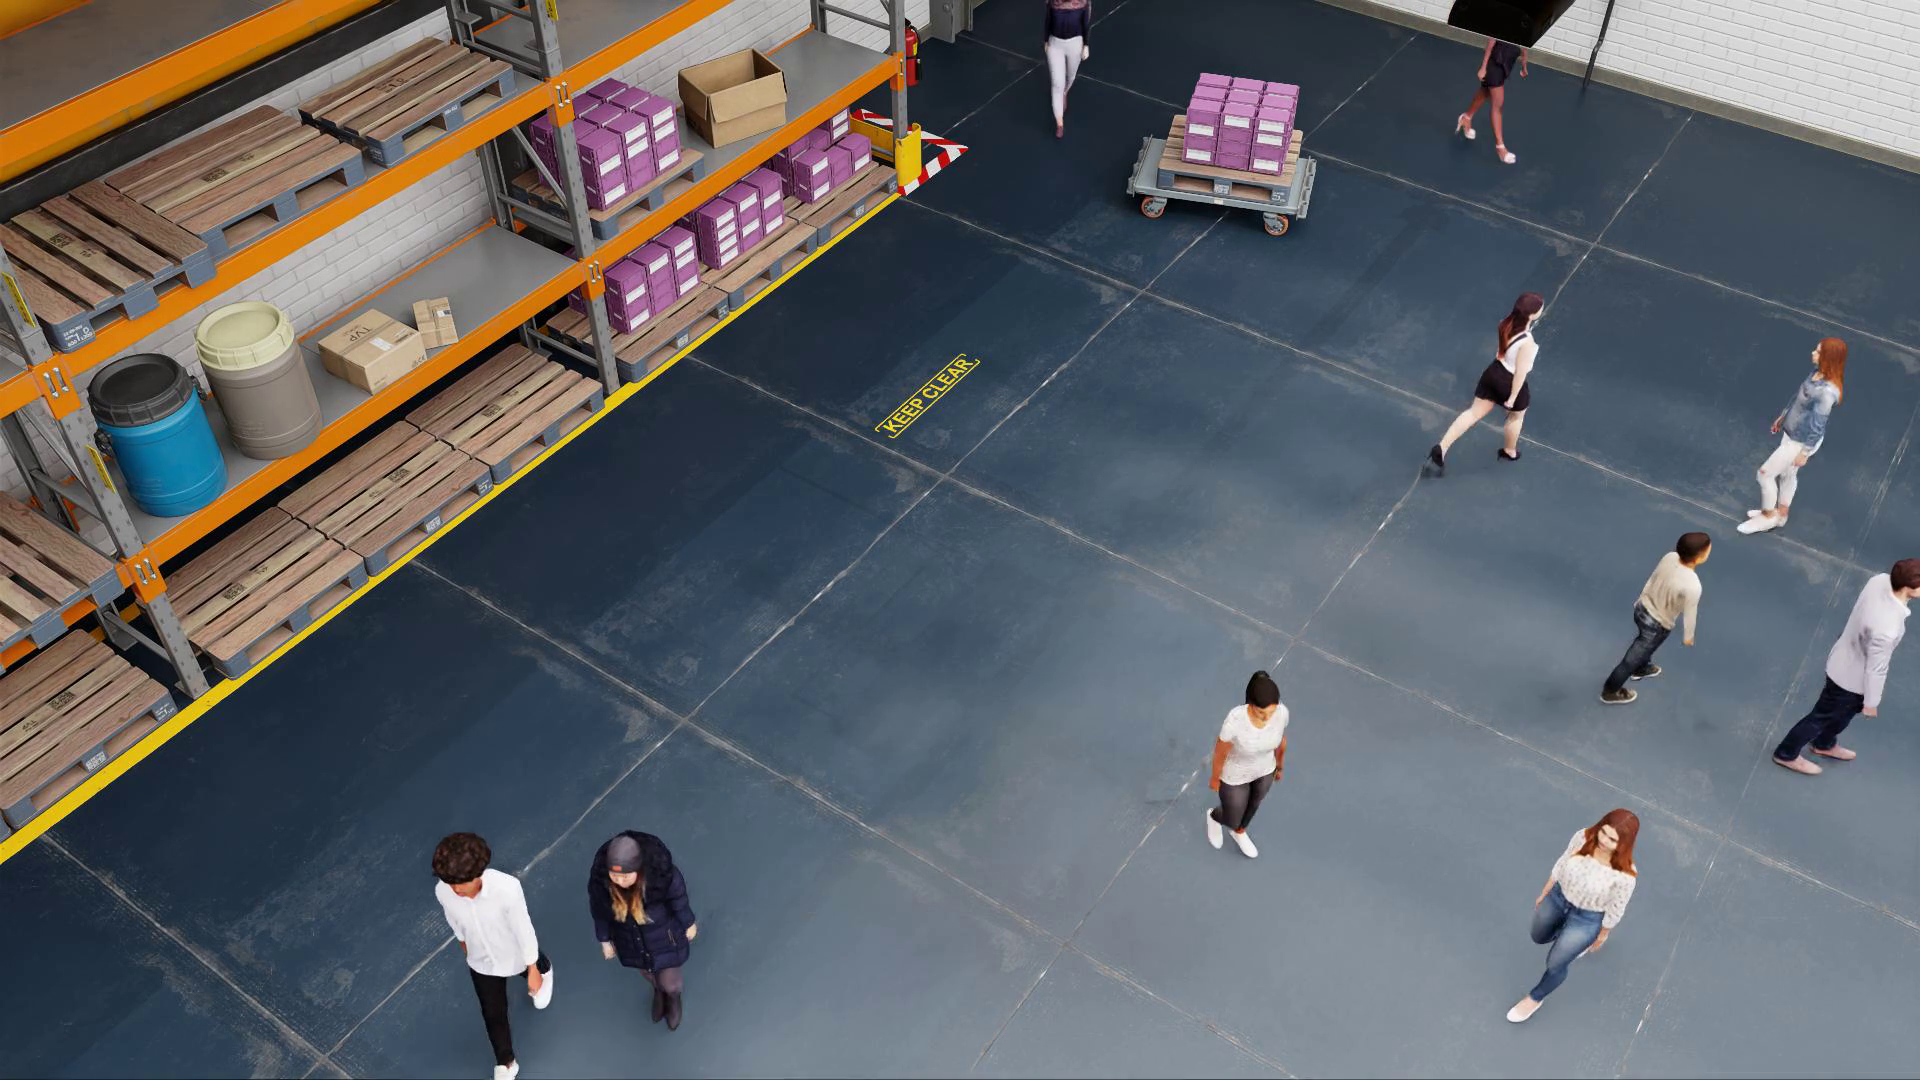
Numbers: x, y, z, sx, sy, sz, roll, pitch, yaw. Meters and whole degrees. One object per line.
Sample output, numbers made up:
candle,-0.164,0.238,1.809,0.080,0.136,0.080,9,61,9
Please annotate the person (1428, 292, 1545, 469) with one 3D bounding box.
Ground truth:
person,3.964,-1.144,12.357,1.109,1.618,0.921,-16,46,-16

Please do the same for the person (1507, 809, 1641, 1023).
person,3.391,1.973,9.015,1.009,1.714,0.832,-21,48,-21

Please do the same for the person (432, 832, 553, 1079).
person,-2.413,2.095,8.844,1.044,1.772,1.211,1,44,1

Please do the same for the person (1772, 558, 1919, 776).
person,5.393,0.760,10.202,0.852,1.834,0.765,15,45,15

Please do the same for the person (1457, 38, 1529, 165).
person,5.062,-4.443,15.881,1.079,1.533,0.889,-25,49,-24

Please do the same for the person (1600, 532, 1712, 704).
person,4.421,0.521,10.736,0.830,1.442,0.778,-4,44,-4

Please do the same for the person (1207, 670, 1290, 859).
person,1.637,1.288,9.799,0.720,1.625,0.791,-16,46,-17

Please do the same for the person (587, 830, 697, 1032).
person,-1.669,2.031,8.990,0.812,1.664,0.845,2,44,2

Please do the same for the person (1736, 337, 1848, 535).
person,6.085,-0.713,11.854,0.761,1.687,0.630,13,45,13

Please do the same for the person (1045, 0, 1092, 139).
person,1.036,-4.816,16.245,0.965,1.572,1.157,2,44,2
